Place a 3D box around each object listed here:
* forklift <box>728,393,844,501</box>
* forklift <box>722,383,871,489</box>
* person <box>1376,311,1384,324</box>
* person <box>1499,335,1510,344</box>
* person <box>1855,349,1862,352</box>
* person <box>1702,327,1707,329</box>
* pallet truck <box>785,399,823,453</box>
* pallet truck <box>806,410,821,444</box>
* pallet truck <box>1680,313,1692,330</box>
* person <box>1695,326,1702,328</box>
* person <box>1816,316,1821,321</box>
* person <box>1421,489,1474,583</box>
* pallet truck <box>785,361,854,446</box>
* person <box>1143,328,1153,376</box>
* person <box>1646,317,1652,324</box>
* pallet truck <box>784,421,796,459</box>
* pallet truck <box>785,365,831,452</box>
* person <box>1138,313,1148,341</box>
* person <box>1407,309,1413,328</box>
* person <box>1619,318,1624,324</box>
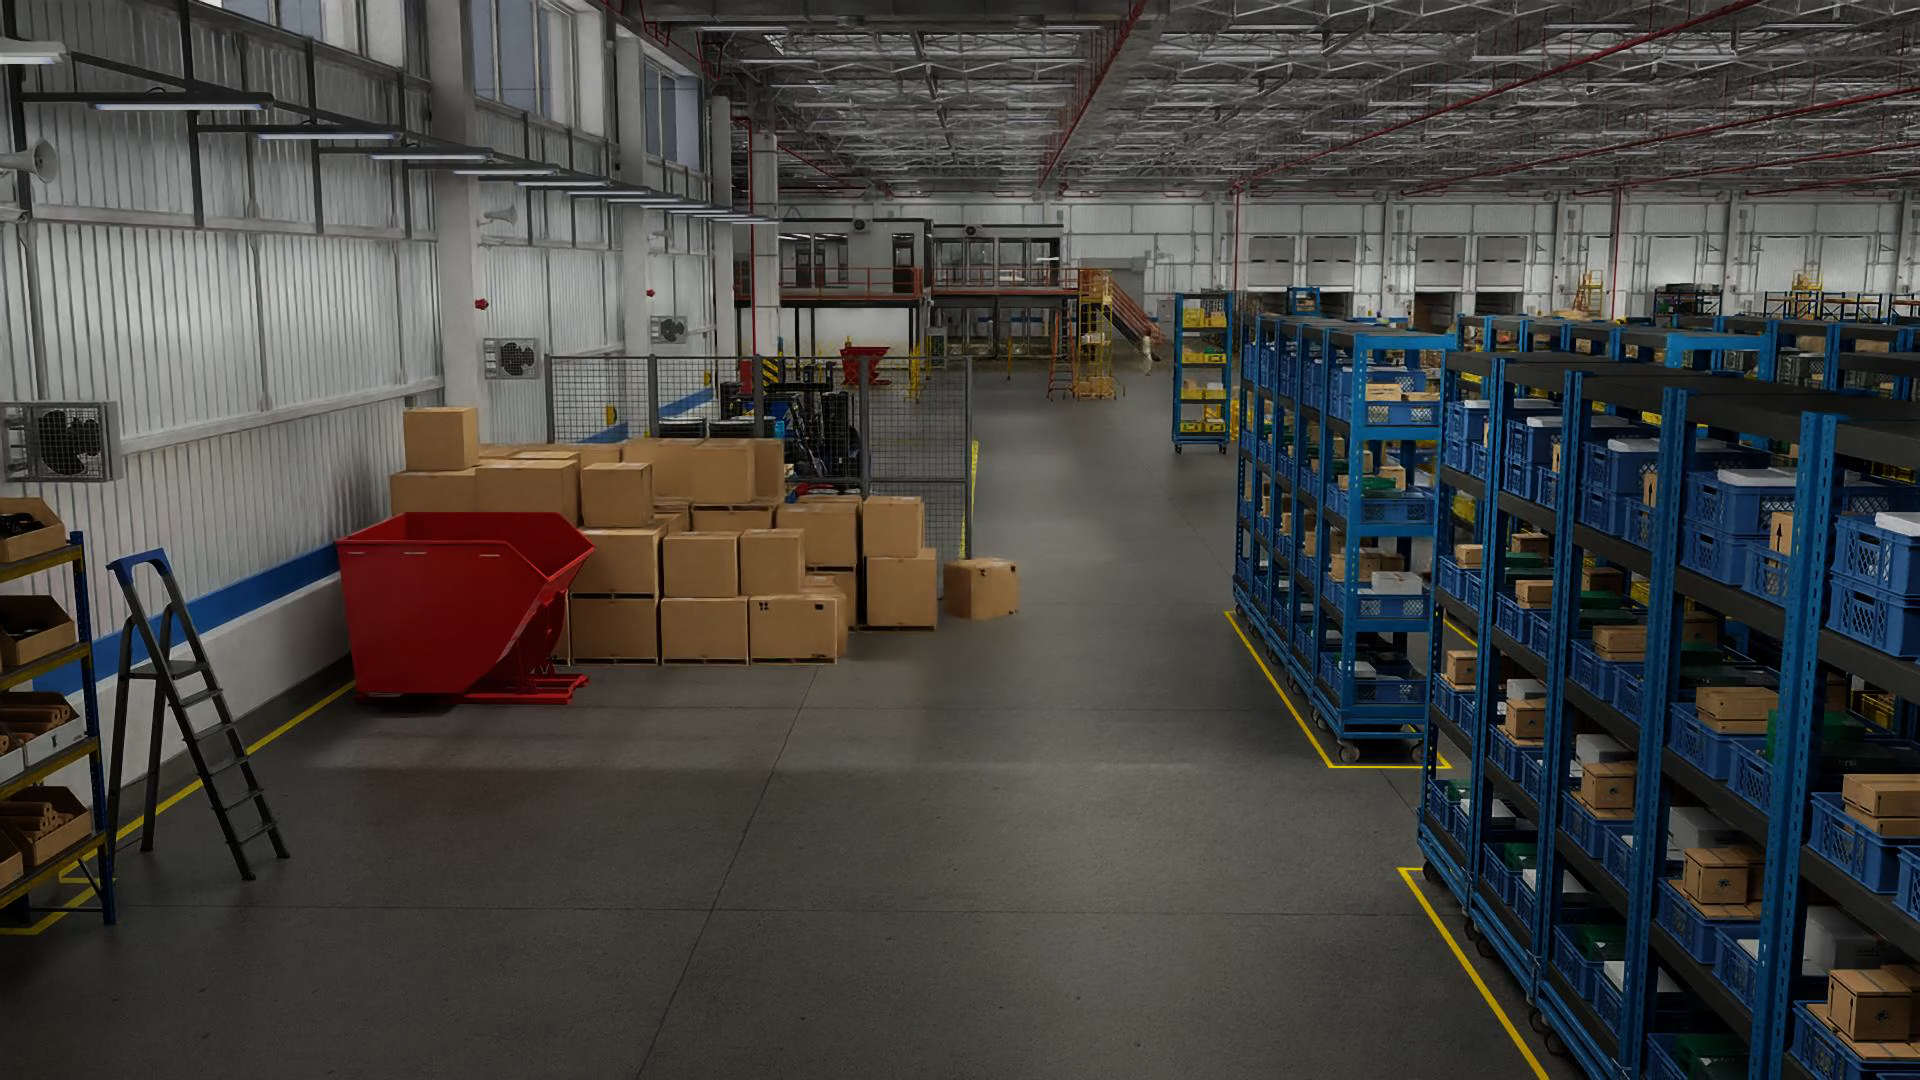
[{"bbox_3d":[-2.979,-1.316,26.476,2.680,1.987,1.157,0,9,1],"label":"forklift"},{"bbox_3d":[-2.893,-1.687,28.729,2.680,1.987,1.157,0,9,-1],"label":"forklift"},{"bbox_3d":[22.391,-11.238,88.787,0.625,1.936,0.526,-9,13,-43],"label":"person"},{"bbox_3d":[17.462,-5.540,53.341,0.413,2.032,0.626,1,9,5],"label":"person"},{"bbox_3d":[27.681,-5.033,51.308,0.537,1.685,0.567,1,9,4],"label":"person"},{"bbox_3d":[33.890,-9.056,75.682,0.902,1.826,0.535,9,13,43],"label":"person"},{"bbox_3d":[-3.814,-2.432,36.419,1.630,1.274,0.653,0,9,1],"label":"pallet truck"},{"bbox_3d":[-3.559,-2.018,33.905,1.522,1.261,0.704,0,9,-1],"label":"pallet truck"},{"bbox_3d":[36.315,-10.531,84.244,0.823,1.965,1.885,-6,11,-33],"label":"pallet truck"},{"bbox_3d":[37.783,-10.587,85.181,0.855,1.816,0.631,5,10,28],"label":"person"},{"bbox_3d":[41.268,-9.789,79.953,0.391,1.911,0.584,-2,9,-11],"label":"person"},{"bbox_3d":[6.590,-0.347,21.878,1.015,1.859,0.644,1,9,7],"label":"person"},{"bbox_3d":[-3.410,-3.193,38.978,1.885,1.965,0.823,0,9,-1],"label":"pallet truck"},{"bbox_3d":[7.363,-7.283,64.575,0.517,1.869,0.618,2,9,12],"label":"person"},{"bbox_3d":[35.717,-10.729,86.394,0.498,1.685,0.547,8,12,42],"label":"person"},{"bbox_3d":[-4.013,-1.793,32.705,1.601,1.201,0.680,0,9,1],"label":"pallet truck"},{"bbox_3d":[-3.774,-2.976,37.635,1.885,1.965,0.823,1,9,5],"label":"pallet truck"},{"bbox_3d":[9.565,-10.915,86.868,0.553,1.912,0.655,-1,9,-5],"label":"person"},{"bbox_3d":[25.598,-12.182,94.678,0.395,1.918,0.591,6,11,32],"label":"person"},{"bbox_3d":[30.852,-9.422,77.652,0.586,1.919,0.396,8,12,41],"label":"person"}]
